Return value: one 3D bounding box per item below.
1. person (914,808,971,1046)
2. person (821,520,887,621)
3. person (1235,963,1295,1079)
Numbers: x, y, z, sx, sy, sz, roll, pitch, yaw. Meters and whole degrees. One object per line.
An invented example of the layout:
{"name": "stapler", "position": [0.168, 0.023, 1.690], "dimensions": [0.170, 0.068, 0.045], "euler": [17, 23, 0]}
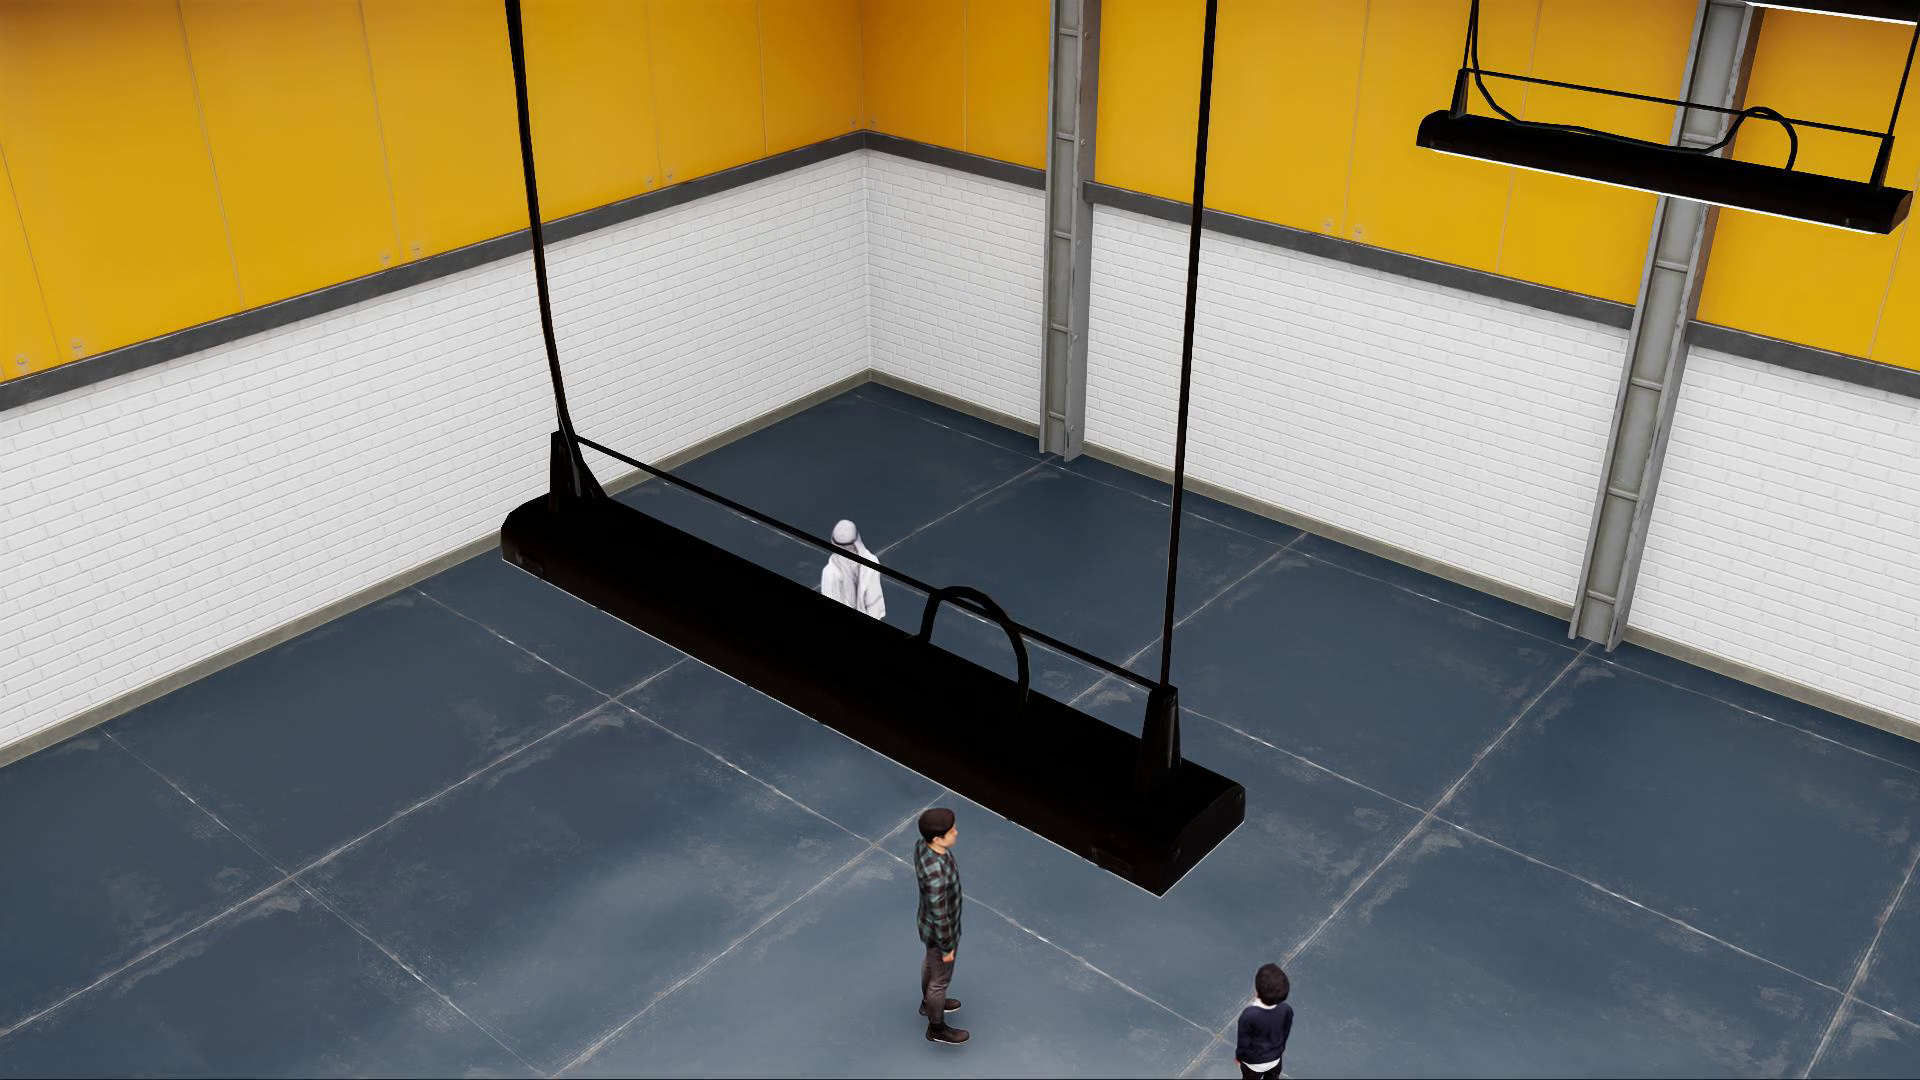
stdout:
{"name": "person", "position": [-0.124, 2.341, 10.270], "dimensions": [0.776, 1.715, 0.720], "euler": [-4, 29, -7]}
{"name": "person", "position": [-0.846, 0.713, 13.232], "dimensions": [0.784, 1.924, 0.772], "euler": [-15, 32, -25]}
{"name": "person", "position": [1.785, 2.989, 9.788], "dimensions": [0.590, 1.227, 0.628], "euler": [-9, 30, -16]}
